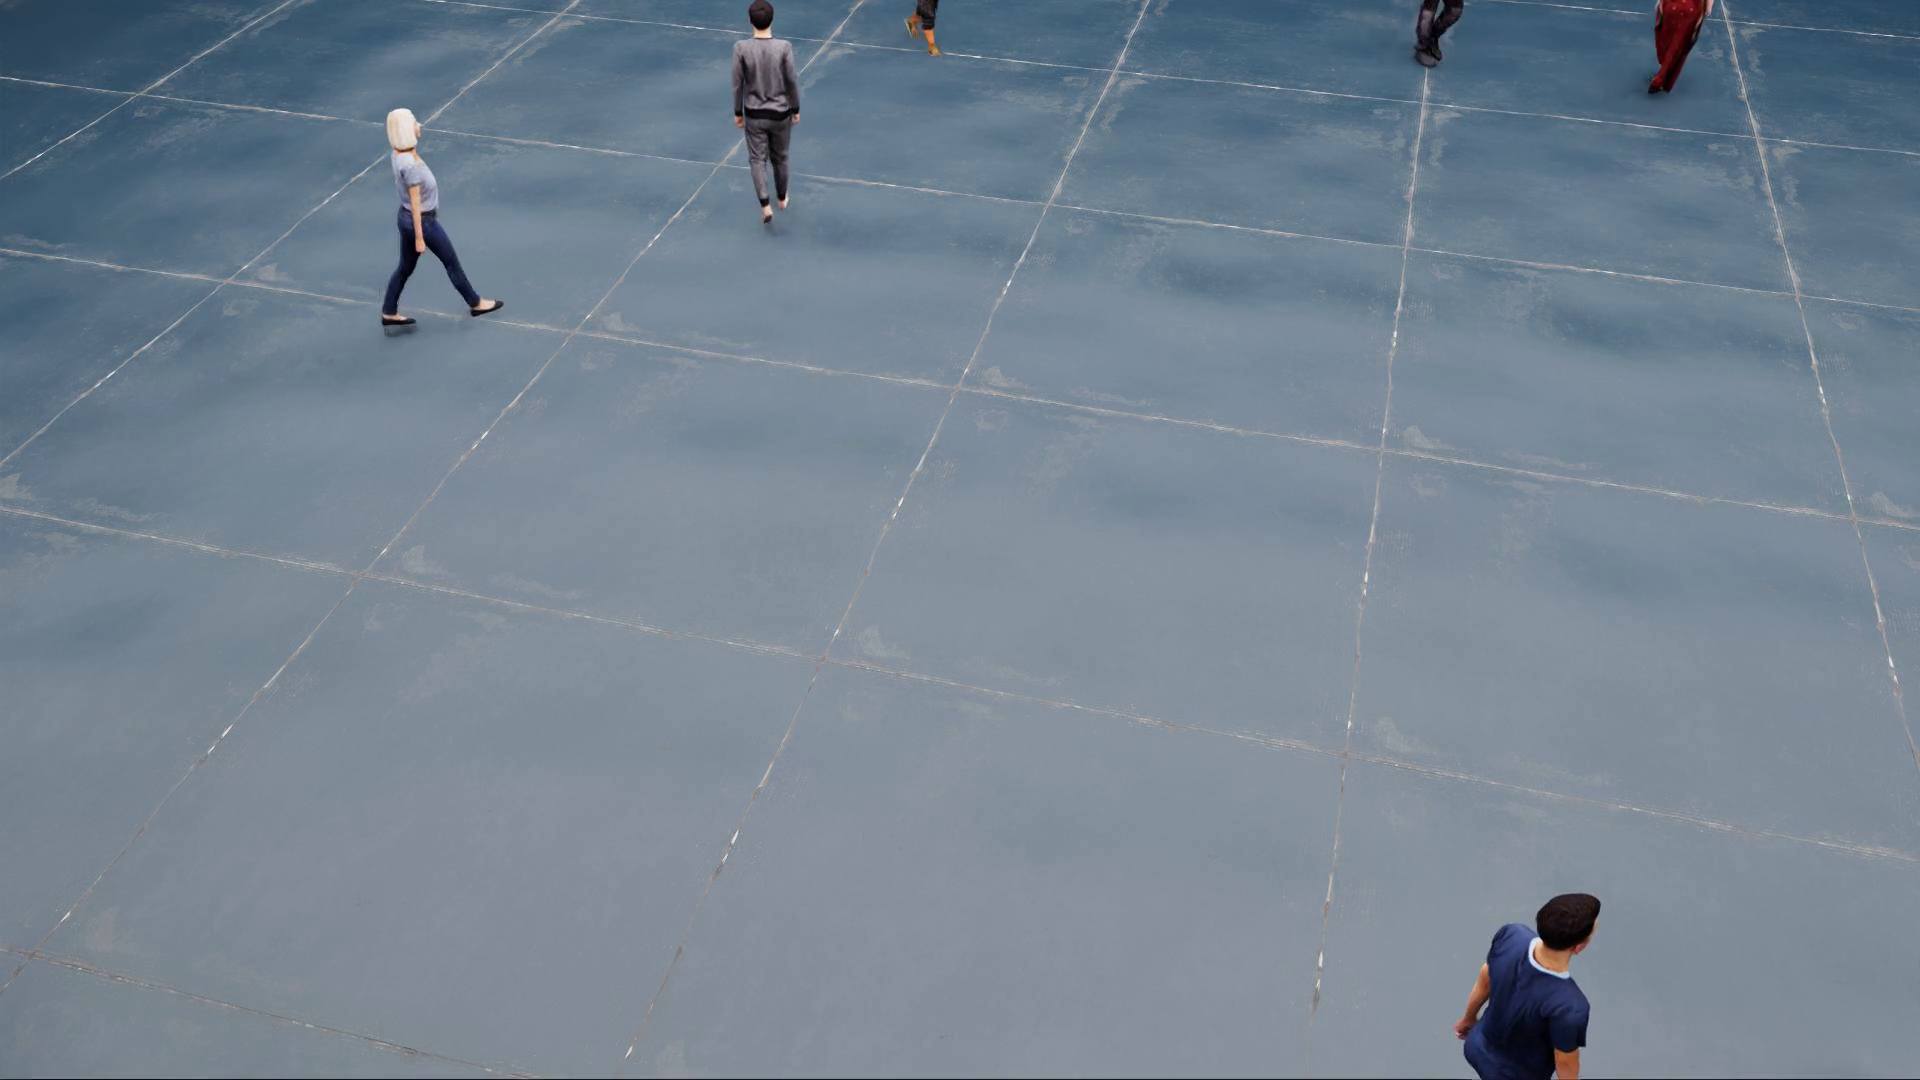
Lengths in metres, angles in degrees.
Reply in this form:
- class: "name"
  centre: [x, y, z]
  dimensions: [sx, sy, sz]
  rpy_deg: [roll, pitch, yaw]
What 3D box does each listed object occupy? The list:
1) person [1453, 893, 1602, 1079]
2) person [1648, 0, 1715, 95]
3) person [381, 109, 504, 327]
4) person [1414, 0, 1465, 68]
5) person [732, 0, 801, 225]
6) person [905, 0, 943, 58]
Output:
- class: "person"
  centre: [2.063, 2.046, 6.467]
  dimensions: [1.009, 1.816, 1.048]
  rpy_deg: [-10, 39, -13]
- class: "person"
  centre: [6.748, -4.976, 15.620]
  dimensions: [0.941, 1.598, 1.131]
  rpy_deg: [30, 47, 32]
- class: "person"
  centre: [-4.024, -2.275, 12.104]
  dimensions: [1.138, 1.676, 1.090]
  rpy_deg: [-19, 42, -23]
- class: "person"
  centre: [4.642, -5.561, 16.196]
  dimensions: [0.855, 1.810, 0.894]
  rpy_deg: [-11, 39, -14]
- class: "person"
  centre: [-1.565, -3.453, 13.474]
  dimensions: [0.883, 1.843, 1.002]
  rpy_deg: [-5, 38, -6]
- class: "person"
  centre: [-0.364, -5.674, 16.645]
  dimensions: [0.981, 1.434, 1.023]
  rpy_deg: [-22, 43, -25]
